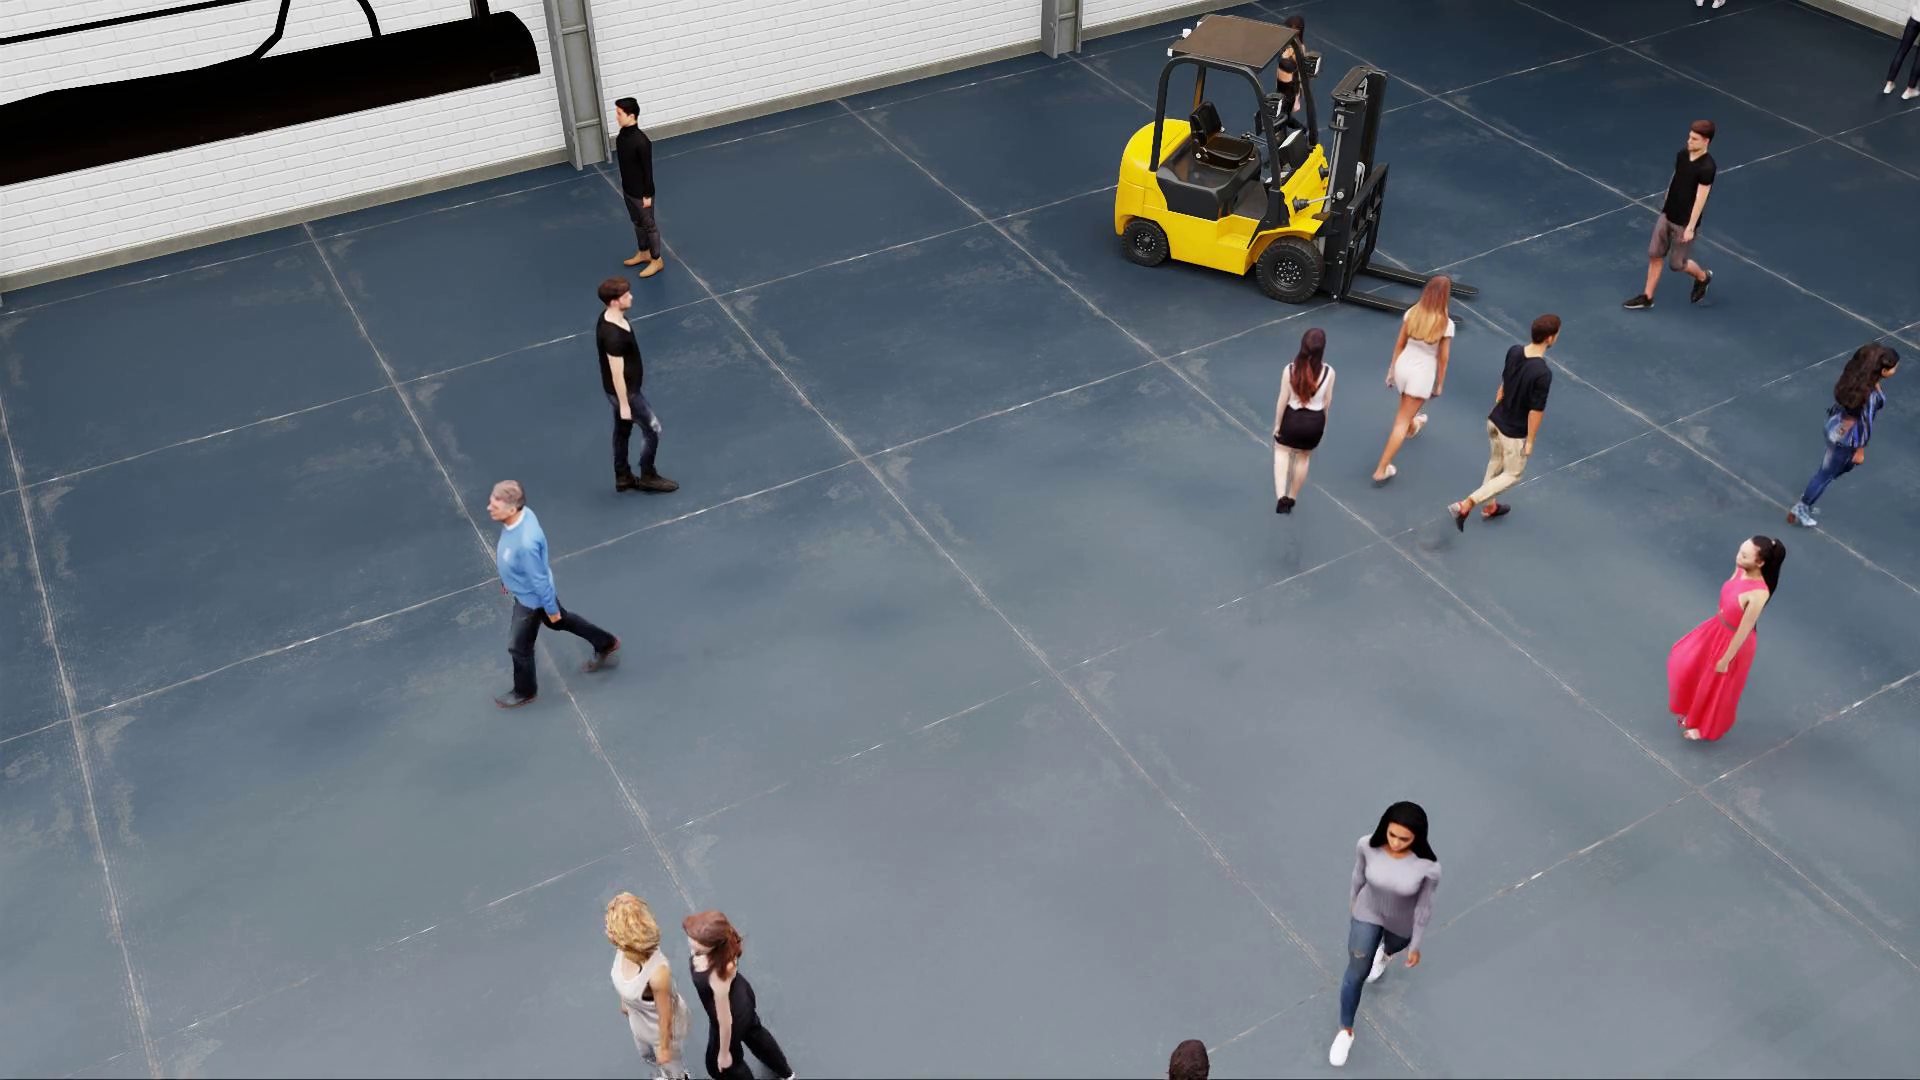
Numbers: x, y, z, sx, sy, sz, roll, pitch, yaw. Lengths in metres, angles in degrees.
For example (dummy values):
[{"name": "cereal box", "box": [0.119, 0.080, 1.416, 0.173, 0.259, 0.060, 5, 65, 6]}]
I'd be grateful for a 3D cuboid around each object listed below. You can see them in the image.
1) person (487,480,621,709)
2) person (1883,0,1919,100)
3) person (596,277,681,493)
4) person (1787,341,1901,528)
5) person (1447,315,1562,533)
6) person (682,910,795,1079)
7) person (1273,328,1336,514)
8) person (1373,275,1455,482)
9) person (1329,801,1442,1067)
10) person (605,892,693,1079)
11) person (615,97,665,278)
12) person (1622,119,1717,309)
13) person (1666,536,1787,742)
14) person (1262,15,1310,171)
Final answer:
[{"name": "person", "box": [-2.731, 0.299, 10.960, 1.170, 1.786, 0.734, -14, 41, -17]}, {"name": "person", "box": [10.848, -5.835, 18.711, 0.597, 1.700, 0.655, -28, 46, -30]}, {"name": "person", "box": [-2.646, -1.137, 12.679, 0.820, 1.886, 0.797, -9, 39, -11]}, {"name": "person", "box": [6.520, -0.776, 12.448, 0.789, 1.611, 0.726, 11, 40, 14]}, {"name": "person", "box": [4.010, -0.817, 12.322, 0.973, 1.831, 0.736, -13, 41, -16]}, {"name": "person", "box": [-1.139, 2.359, 8.441, 0.770, 1.712, 0.753, -4, 39, -5]}, {"name": "person", "box": [2.565, -0.814, 12.476, 0.732, 1.635, 0.784, 4, 39, 5]}, {"name": "person", "box": [3.507, -1.224, 12.999, 0.856, 1.623, 1.249, 29, 47, 31]}, {"name": "person", "box": [2.321, 1.974, 8.936, 1.029, 1.695, 1.209, 20, 43, 23]}, {"name": "person", "box": [-1.515, 2.429, 8.400, 0.666, 1.653, 0.648, 24, 44, 27]}, {"name": "person", "box": [-3.011, -3.314, 15.536, 0.578, 1.723, 0.671, -26, 45, -29]}, {"name": "person", "box": [6.542, -2.889, 14.907, 1.090, 1.844, 0.812, -10, 40, -13]}, {"name": "person", "box": [4.967, 0.660, 10.569, 0.861, 1.712, 0.792, 3, 39, 4]}, {"name": "person", "box": [3.486, -4.664, 17.304, 0.980, 1.626, 0.637, -15, 41, -18]}]
